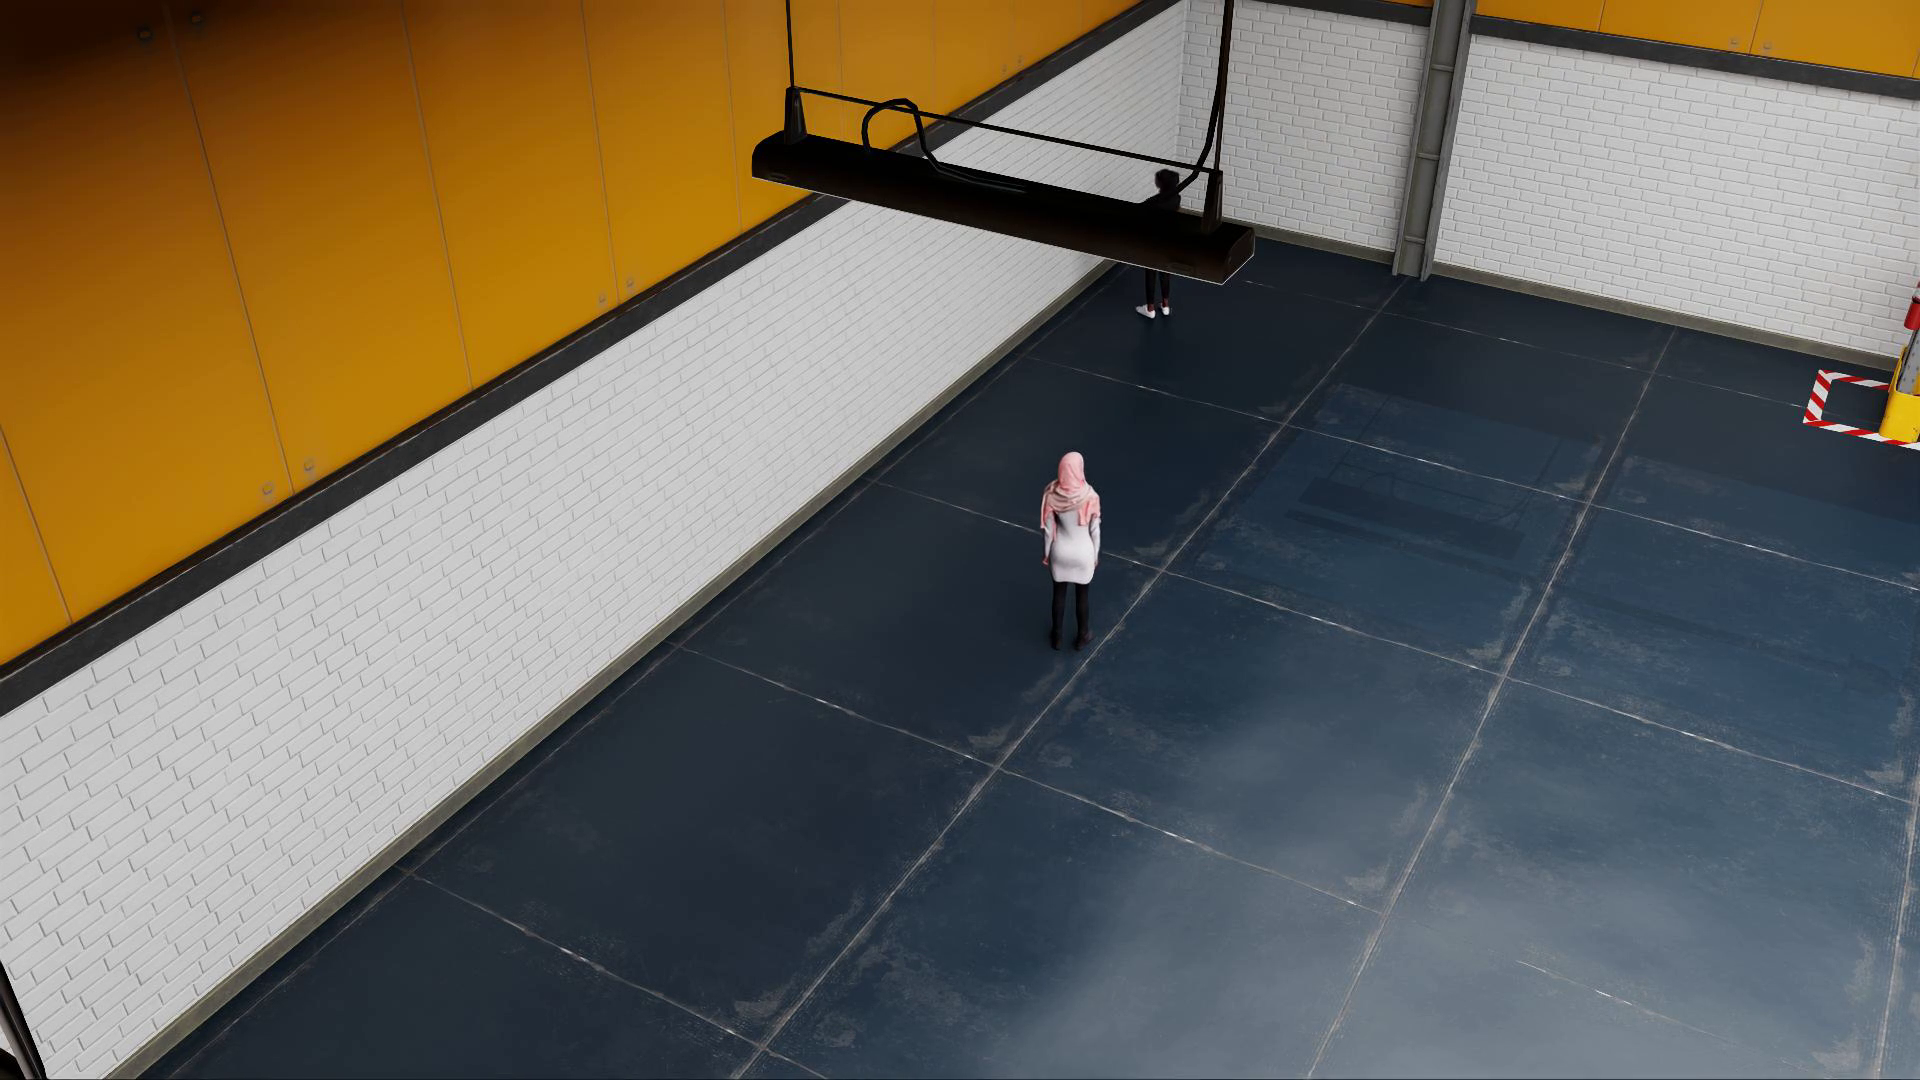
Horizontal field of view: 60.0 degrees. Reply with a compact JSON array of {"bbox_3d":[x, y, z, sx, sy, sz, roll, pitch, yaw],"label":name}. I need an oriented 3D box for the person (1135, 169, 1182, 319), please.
[{"bbox_3d":[2.205,-3.288,18.402,0.749,1.730,0.761,-17,37,-23],"label":"person"}]

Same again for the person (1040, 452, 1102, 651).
[{"bbox_3d":[0.887,0.105,13.232,0.637,1.803,0.764,6,34,9],"label":"person"}]
